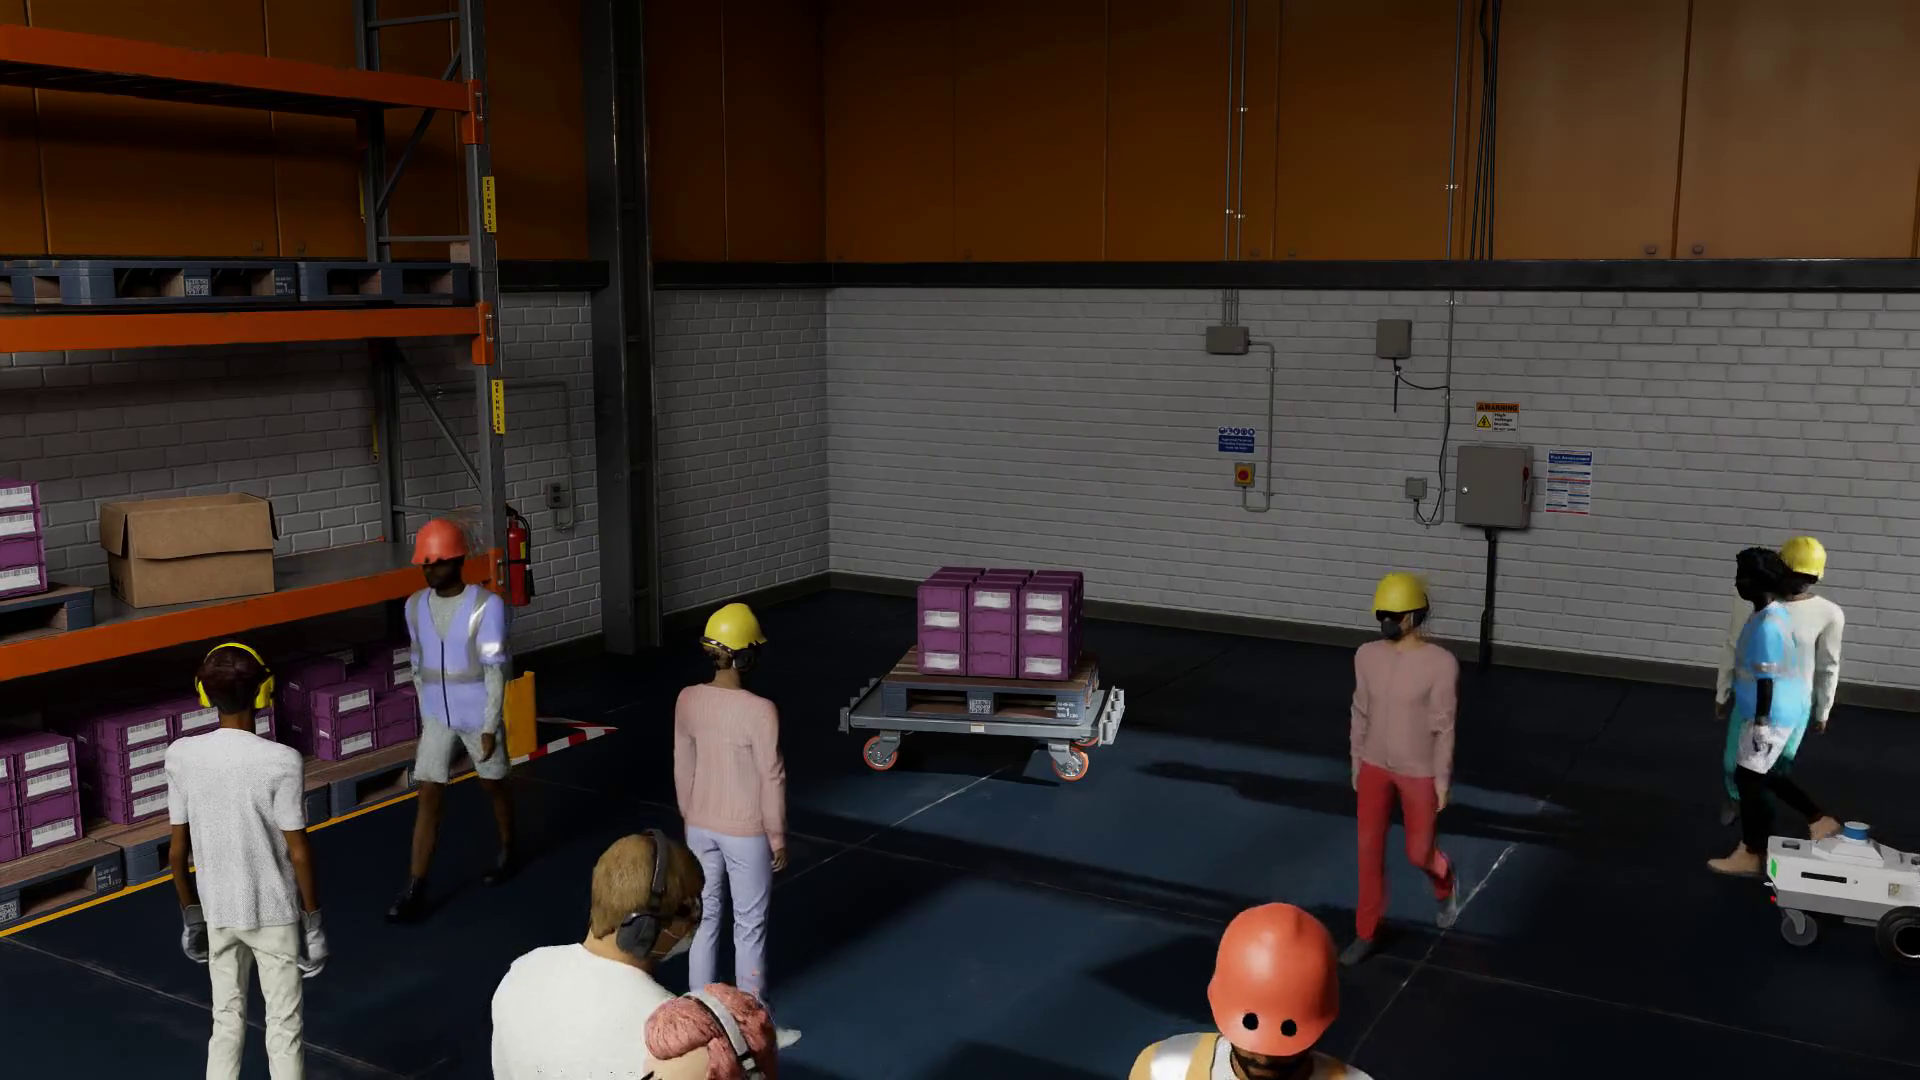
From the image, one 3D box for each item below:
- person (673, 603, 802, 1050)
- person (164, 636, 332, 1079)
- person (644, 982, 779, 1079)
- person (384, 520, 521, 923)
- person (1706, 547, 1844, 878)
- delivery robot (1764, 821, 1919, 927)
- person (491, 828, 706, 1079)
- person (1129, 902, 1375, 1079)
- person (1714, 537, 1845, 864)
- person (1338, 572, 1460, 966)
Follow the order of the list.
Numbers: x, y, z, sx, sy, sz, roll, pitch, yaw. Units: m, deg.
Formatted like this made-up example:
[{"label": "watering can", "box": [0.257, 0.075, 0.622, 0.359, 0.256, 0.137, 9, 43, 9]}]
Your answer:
[{"label": "person", "box": [-0.879, 1.120, 6.483, 0.525, 1.769, 0.327, 6, 11, 34]}, {"label": "person", "box": [-2.303, 1.234, 5.436, 0.528, 1.876, 0.323, 2, 9, 9]}, {"label": "person", "box": [-0.387, 1.660, 2.815, 0.944, 1.854, 0.676, -8, 12, -43]}, {"label": "person", "box": [-2.401, 0.836, 7.923, 0.558, 1.880, 1.017, 2, 9, 11]}, {"label": "person", "box": [4.118, 0.869, 8.320, 0.547, 1.670, 0.563, 5, 10, 28]}, {"label": "delivery robot", "box": [4.023, 1.515, 7.499, 0.707, 0.478, 0.477, 4, 10, 25]}, {"label": "person", "box": [-0.787, 1.539, 3.462, 0.683, 1.909, 0.715, 7, 11, 37]}, {"label": "person", "box": [0.543, 1.582, 3.130, 0.557, 1.912, 0.535, 3, 10, 17]}, {"label": "person", "box": [4.197, 0.807, 8.536, 0.566, 1.728, 0.570, 6, 11, 32]}, {"label": "person", "box": [1.971, 0.991, 7.351, 0.535, 1.746, 0.637, 8, 12, 42]}]
